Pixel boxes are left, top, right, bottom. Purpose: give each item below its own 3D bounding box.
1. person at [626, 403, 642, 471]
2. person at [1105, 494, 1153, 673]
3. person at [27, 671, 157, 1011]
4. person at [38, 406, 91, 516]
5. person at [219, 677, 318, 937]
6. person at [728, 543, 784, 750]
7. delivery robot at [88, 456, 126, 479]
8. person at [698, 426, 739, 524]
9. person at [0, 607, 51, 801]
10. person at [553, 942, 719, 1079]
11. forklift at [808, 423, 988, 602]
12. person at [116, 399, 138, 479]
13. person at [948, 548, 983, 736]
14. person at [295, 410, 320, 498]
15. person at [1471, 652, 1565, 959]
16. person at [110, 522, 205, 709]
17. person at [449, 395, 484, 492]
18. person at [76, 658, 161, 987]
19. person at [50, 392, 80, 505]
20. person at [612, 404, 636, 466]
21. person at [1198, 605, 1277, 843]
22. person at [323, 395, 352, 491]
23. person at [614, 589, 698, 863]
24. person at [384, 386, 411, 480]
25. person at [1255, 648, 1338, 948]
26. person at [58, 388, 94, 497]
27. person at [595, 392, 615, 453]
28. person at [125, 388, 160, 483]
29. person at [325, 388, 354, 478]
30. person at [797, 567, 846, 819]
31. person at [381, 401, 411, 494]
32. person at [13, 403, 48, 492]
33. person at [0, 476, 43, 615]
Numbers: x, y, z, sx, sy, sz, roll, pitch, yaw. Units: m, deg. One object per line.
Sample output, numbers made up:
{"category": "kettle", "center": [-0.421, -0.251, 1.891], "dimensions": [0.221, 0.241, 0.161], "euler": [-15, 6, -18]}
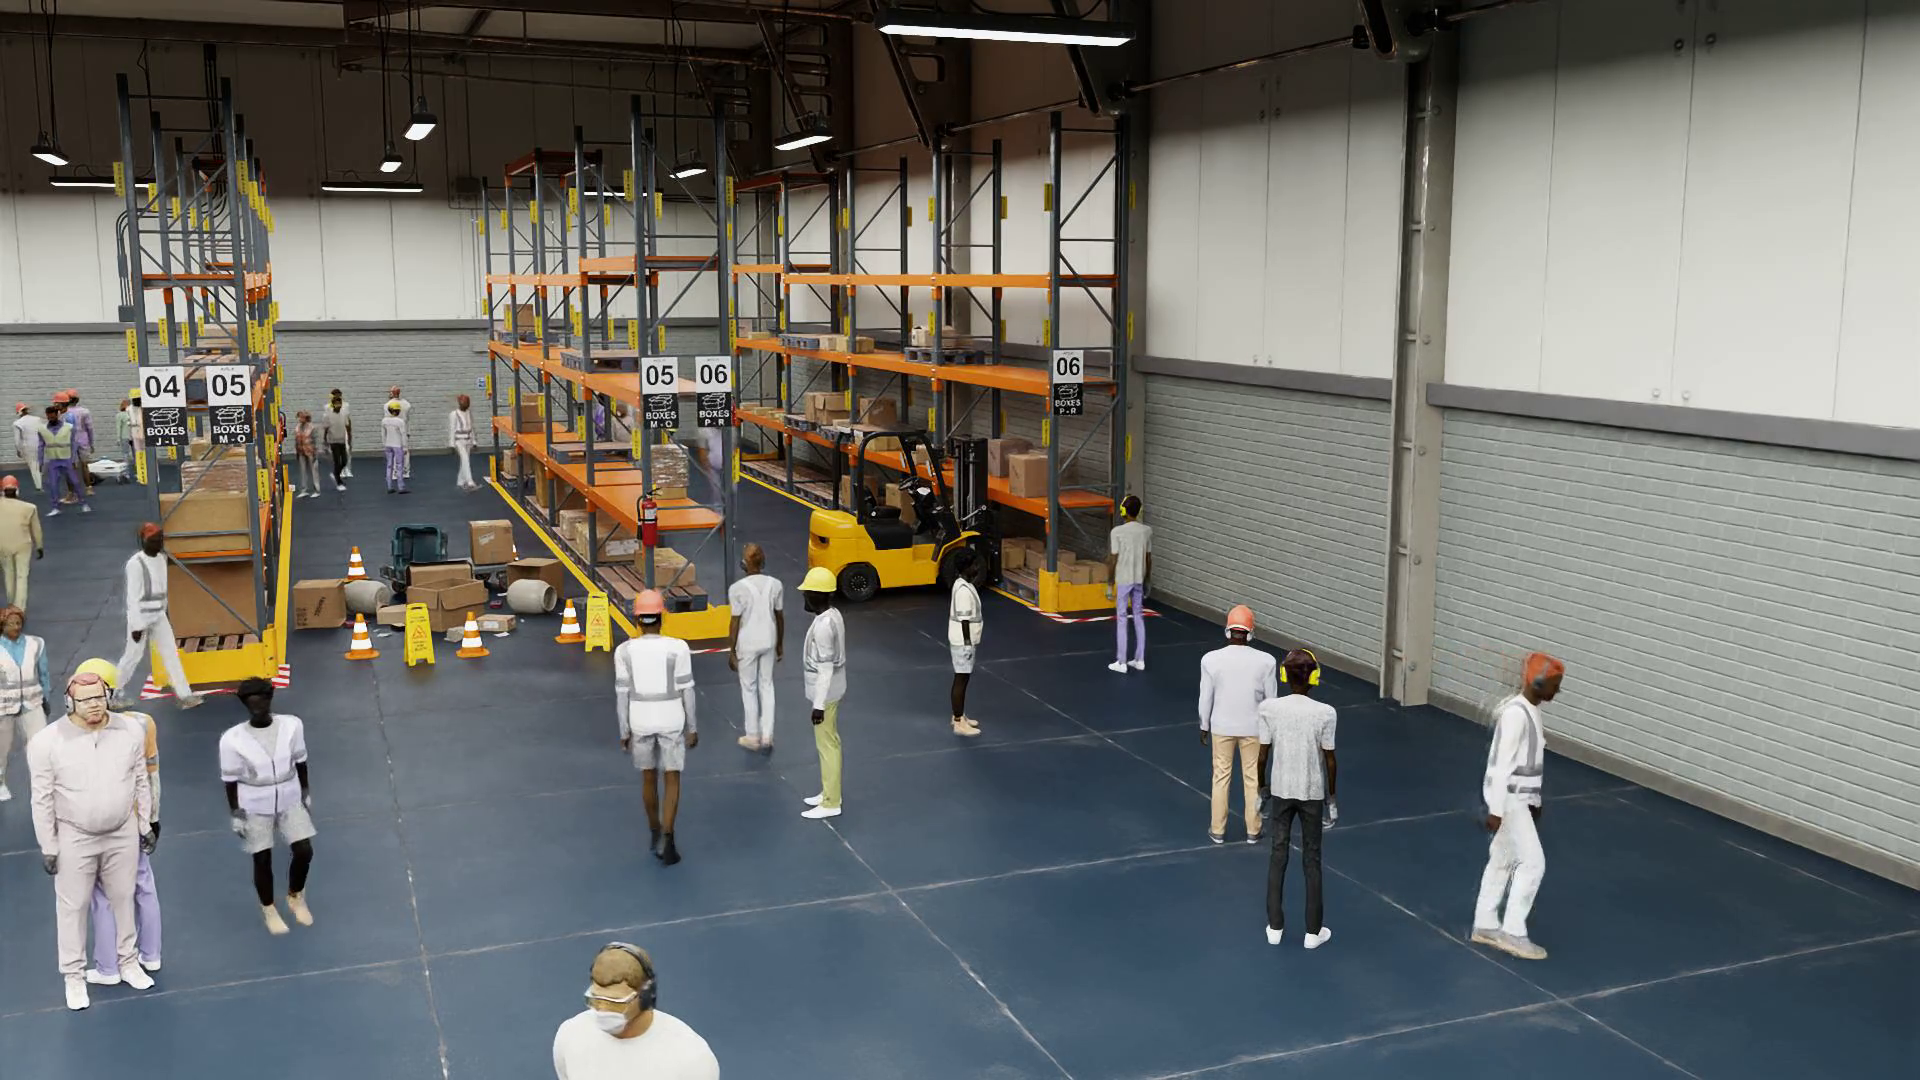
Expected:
{"category": "person", "center": [-6.843, -2.343, 35.089], "dimensions": [0.436, 1.813, 0.622], "euler": [5, 10, 28]}
{"category": "person", "center": [1.756, 0.455, 17.352], "dimensions": [0.531, 1.863, 0.331], "euler": [-4, 10, -25]}
{"category": "person", "center": [-4.911, 1.683, 9.473], "dimensions": [0.404, 1.911, 0.636], "euler": [8, 12, 41]}
{"category": "person", "center": [-15.511, -1.374, 28.755], "dimensions": [0.777, 1.896, 0.533], "euler": [-2, 9, -12]}
{"category": "person", "center": [-4.290, 1.657, 10.324], "dimensions": [0.548, 1.678, 0.400], "euler": [-8, 12, -41]}
{"category": "person", "center": [-1.758, 0.939, 14.390], "dimensions": [0.520, 1.837, 0.522], "euler": [-6, 11, -32]}
{"category": "delivery robot", "center": [-16.900, -1.409, 32.880], "dimensions": [0.707, 0.478, 0.477], "euler": [-2, 9, -12]}
{"category": "person", "center": [-3.954, -1.233, 27.411], "dimensions": [0.706, 2.000, 0.542], "euler": [-4, 10, -25]}
{"category": "person", "center": [-7.348, 1.291, 12.923], "dimensions": [0.863, 1.597, 0.534], "euler": [8, 12, 41]}
{"category": "person", "center": [-1.103, 2.276, 5.672], "dimensions": [0.627, 1.933, 0.366], "euler": [4, 10, 22]}
{"category": "forklift", "center": [-0.830, -0.399, 21.676], "dimensions": [2.313, 2.155, 1.214], "euler": [-4, 10, -21]}
{"category": "person", "center": [-16.938, -2.059, 33.914], "dimensions": [0.293, 1.622, 0.512], "euler": [7, 11, 36]}
{"category": "person", "center": [0.053, 0.909, 15.005], "dimensions": [0.317, 1.695, 0.540], "euler": [0, 9, -2]}
{"category": "person", "center": [-12.163, -1.602, 30.991], "dimensions": [0.522, 1.638, 0.310], "euler": [3, 10, 20]}
{"category": "person", "center": [3.441, 1.606, 10.135], "dimensions": [0.628, 1.852, 0.635], "euler": [4, 10, 25]}
{"category": "person", "center": [-7.714, 0.726, 15.783], "dimensions": [0.999, 1.829, 0.640], "euler": [1, 9, 9]}
{"category": "person", "center": [-9.398, -1.835, 31.831], "dimensions": [0.805, 1.839, 0.611], "euler": [3, 9, 18]}
{"category": "person", "center": [-4.958, 1.638, 9.693], "dimensions": [0.374, 1.928, 0.584], "euler": [8, 12, 40]}
{"category": "person", "center": [-16.144, -1.648, 30.014], "dimensions": [0.608, 2.044, 0.371], "euler": [9, 12, 43]}
{"category": "person", "center": [-6.621, -1.890, 32.853], "dimensions": [0.601, 1.609, 0.370], "euler": [3, 9, 16]}
{"category": "person", "center": [2.021, 1.339, 12.114], "dimensions": [0.572, 1.750, 0.330], "euler": [1, 9, 6]}
{"category": "person", "center": [-12.025, -1.880, 32.104], "dimensions": [0.552, 1.844, 0.572], "euler": [9, 13, 44]}
{"category": "person", "center": [-2.167, 1.329, 11.768], "dimensions": [0.577, 1.908, 0.790], "euler": [0, 9, 3]}
{"category": "person", "center": [-11.427, -2.170, 33.710], "dimensions": [0.409, 1.913, 0.651], "euler": [5, 10, 28]}
{"category": "person", "center": [2.077, 1.583, 10.245], "dimensions": [0.512, 1.865, 0.329], "euler": [4, 10, 21]}
{"category": "person", "center": [-16.512, -1.810, 31.042], "dimensions": [0.615, 2.038, 0.396], "euler": [-5, 10, -28]}
{"category": "person", "center": [-7.117, -2.086, 33.436], "dimensions": [0.430, 1.837, 0.625], "euler": [-8, 12, -40]}
{"category": "person", "center": [-16.315, -2.074, 33.167], "dimensions": [0.612, 1.904, 0.510], "euler": [1, 9, 6]}
{"category": "person", "center": [-12.638, -2.171, 33.934], "dimensions": [0.564, 1.834, 0.762], "euler": [-6, 11, -34]}
{"category": "person", "center": [-1.050, 1.158, 12.705], "dimensions": [0.354, 1.930, 0.594], "euler": [0, 9, 0]}
{"category": "person", "center": [-10.715, -1.752, 31.568], "dimensions": [0.526, 1.758, 0.343], "euler": [3, 10, 20]}
{"category": "person", "center": [-17.824, -1.780, 31.889], "dimensions": [0.687, 1.705, 0.572], "euler": [6, 11, 32]}
{"category": "person", "center": [-11.463, 0.074, 20.198], "dimensions": [0.590, 1.703, 0.895], "euler": [-3, 10, -21]}
